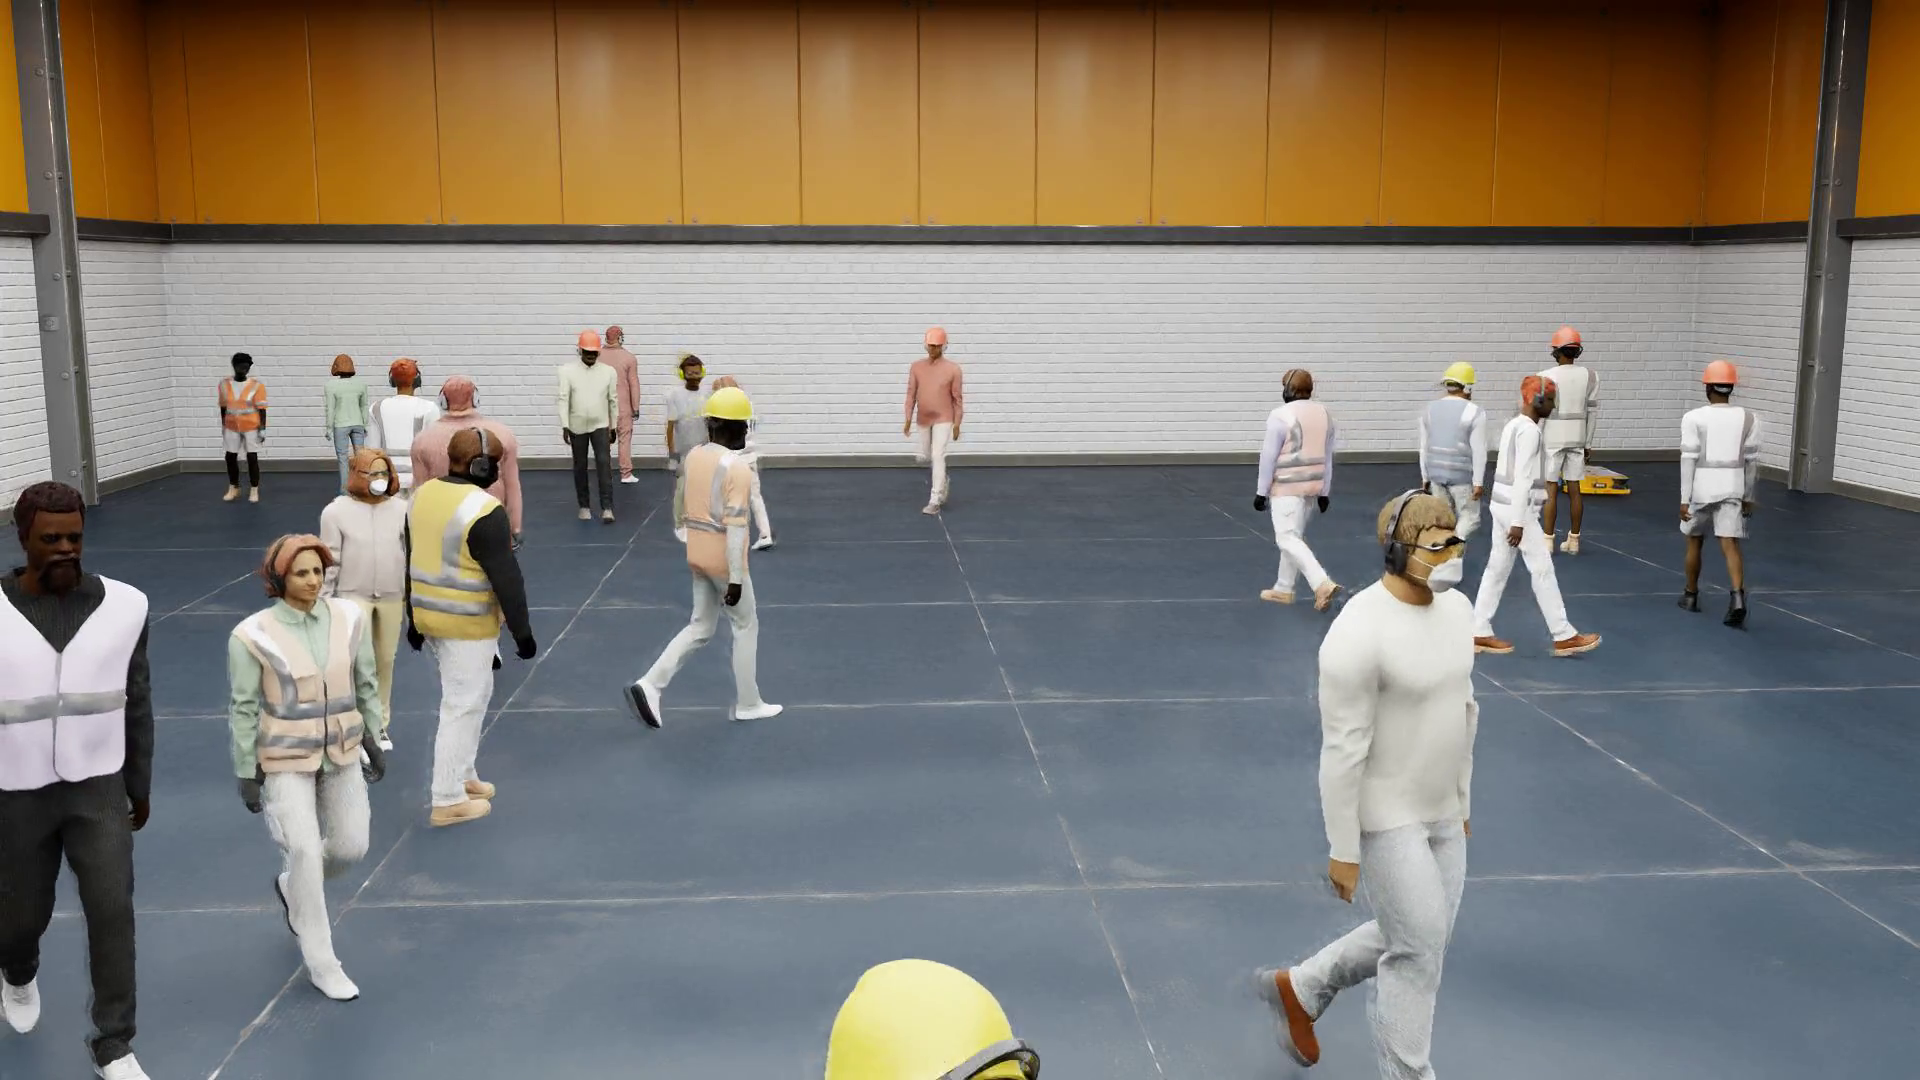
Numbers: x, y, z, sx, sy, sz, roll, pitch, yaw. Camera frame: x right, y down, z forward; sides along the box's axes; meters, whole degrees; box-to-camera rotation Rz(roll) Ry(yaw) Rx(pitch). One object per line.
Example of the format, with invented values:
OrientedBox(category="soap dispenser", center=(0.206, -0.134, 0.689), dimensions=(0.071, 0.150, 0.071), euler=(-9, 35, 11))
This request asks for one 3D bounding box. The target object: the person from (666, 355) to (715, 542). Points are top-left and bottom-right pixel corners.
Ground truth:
OrientedBox(category="person", center=(-2.455, -0.804, 15.223), dimensions=(0.503, 1.788, 1.035), euler=(-4, 10, -24))

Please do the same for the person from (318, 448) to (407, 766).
OrientedBox(category="person", center=(-2.998, 0.335, 8.545), dimensions=(0.544, 1.609, 0.657), euler=(-6, 11, -35))

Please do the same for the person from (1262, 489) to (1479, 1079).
OrientedBox(category="person", center=(1.219, 0.788, 4.811), dimensions=(0.636, 1.916, 0.768), euler=(-9, 12, -43))

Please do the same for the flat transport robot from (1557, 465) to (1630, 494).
OrientedBox(category="flat transport robot", center=(7.259, -0.713, 19.376), dimensions=(0.652, 0.197, 1.431), euler=(1, 9, 5))

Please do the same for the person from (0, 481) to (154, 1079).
OrientedBox(category="person", center=(-2.810, 0.742, 5.164), dimensions=(0.596, 1.896, 0.779), euler=(-8, 12, -39))

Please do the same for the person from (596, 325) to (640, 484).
OrientedBox(category="person", center=(-4.130, -1.620, 19.987), dimensions=(0.644, 1.903, 0.402), euler=(2, 9, 12))

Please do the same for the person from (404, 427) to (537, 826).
OrientedBox(category="person", center=(-2.221, 0.389, 7.614), dimensions=(0.652, 1.816, 0.589), euler=(8, 12, 43))

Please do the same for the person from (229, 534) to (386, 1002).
OrientedBox(category="person", center=(-2.306, 0.765, 5.841), dimensions=(0.592, 1.622, 0.527), euler=(8, 12, 40))

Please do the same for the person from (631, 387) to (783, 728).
OrientedBox(category="person", center=(-1.383, 0.109, 9.122), dimensions=(0.822, 1.898, 0.598), euler=(-8, 12, -42))

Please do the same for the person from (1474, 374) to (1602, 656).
OrientedBox(category="person", center=(3.807, -0.153, 10.918), dimensions=(0.927, 1.846, 0.595), euler=(1, 9, 6))

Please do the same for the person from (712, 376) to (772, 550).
OrientedBox(category="person", center=(-2.046, -0.698, 15.150), dimensions=(0.866, 1.585, 0.516), euler=(7, 12, 38))

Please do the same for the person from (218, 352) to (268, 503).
OrientedBox(category="person", center=(-7.815, -1.222, 18.174), dimensions=(0.551, 1.662, 0.424), euler=(0, 9, -3))

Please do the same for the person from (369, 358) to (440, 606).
OrientedBox(category="person", center=(-4.125, -0.424, 12.512), dimensions=(0.581, 1.884, 0.351), euler=(1, 9, 9))

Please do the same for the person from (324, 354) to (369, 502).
OrientedBox(category="person", center=(-6.763, -1.230, 18.355), dimensions=(0.279, 1.633, 0.500), euler=(8, 12, 41))

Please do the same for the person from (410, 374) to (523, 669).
OrientedBox(category="person", center=(-3.060, -0.083, 10.338), dimensions=(0.664, 1.891, 0.477), euler=(-2, 9, -11))

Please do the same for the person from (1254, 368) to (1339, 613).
OrientedBox(category="person", center=(2.551, -0.367, 12.387), dimensions=(0.628, 1.815, 0.819), euler=(-7, 11, -37))

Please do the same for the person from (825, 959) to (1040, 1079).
OrientedBox(category="person", center=(0.051, 1.350, 1.901), dimensions=(0.369, 1.724, 0.577), euler=(-4, 10, -23))

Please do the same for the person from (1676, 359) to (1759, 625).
OrientedBox(category="person", center=(5.490, -0.350, 12.018), dimensions=(0.561, 1.908, 0.943), euler=(1, 9, 6))

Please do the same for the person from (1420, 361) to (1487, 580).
OrientedBox(category="person", center=(3.941, -0.523, 13.348), dimensions=(0.512, 1.815, 0.604), euler=(-8, 12, -42))

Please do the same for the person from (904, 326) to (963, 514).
OrientedBox(category="person", center=(-0.247, -1.282, 17.625), dimensions=(0.622, 1.972, 0.802), euler=(4, 10, 25))

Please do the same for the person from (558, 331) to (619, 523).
OrientedBox(category="person", center=(-3.736, -1.132, 16.778), dimensions=(0.617, 1.937, 0.994), euler=(-3, 9, -17))

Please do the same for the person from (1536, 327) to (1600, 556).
OrientedBox(category="person", center=(5.365, -0.876, 14.849), dimensions=(0.608, 2.044, 0.371), euler=(-2, 9, -10))
